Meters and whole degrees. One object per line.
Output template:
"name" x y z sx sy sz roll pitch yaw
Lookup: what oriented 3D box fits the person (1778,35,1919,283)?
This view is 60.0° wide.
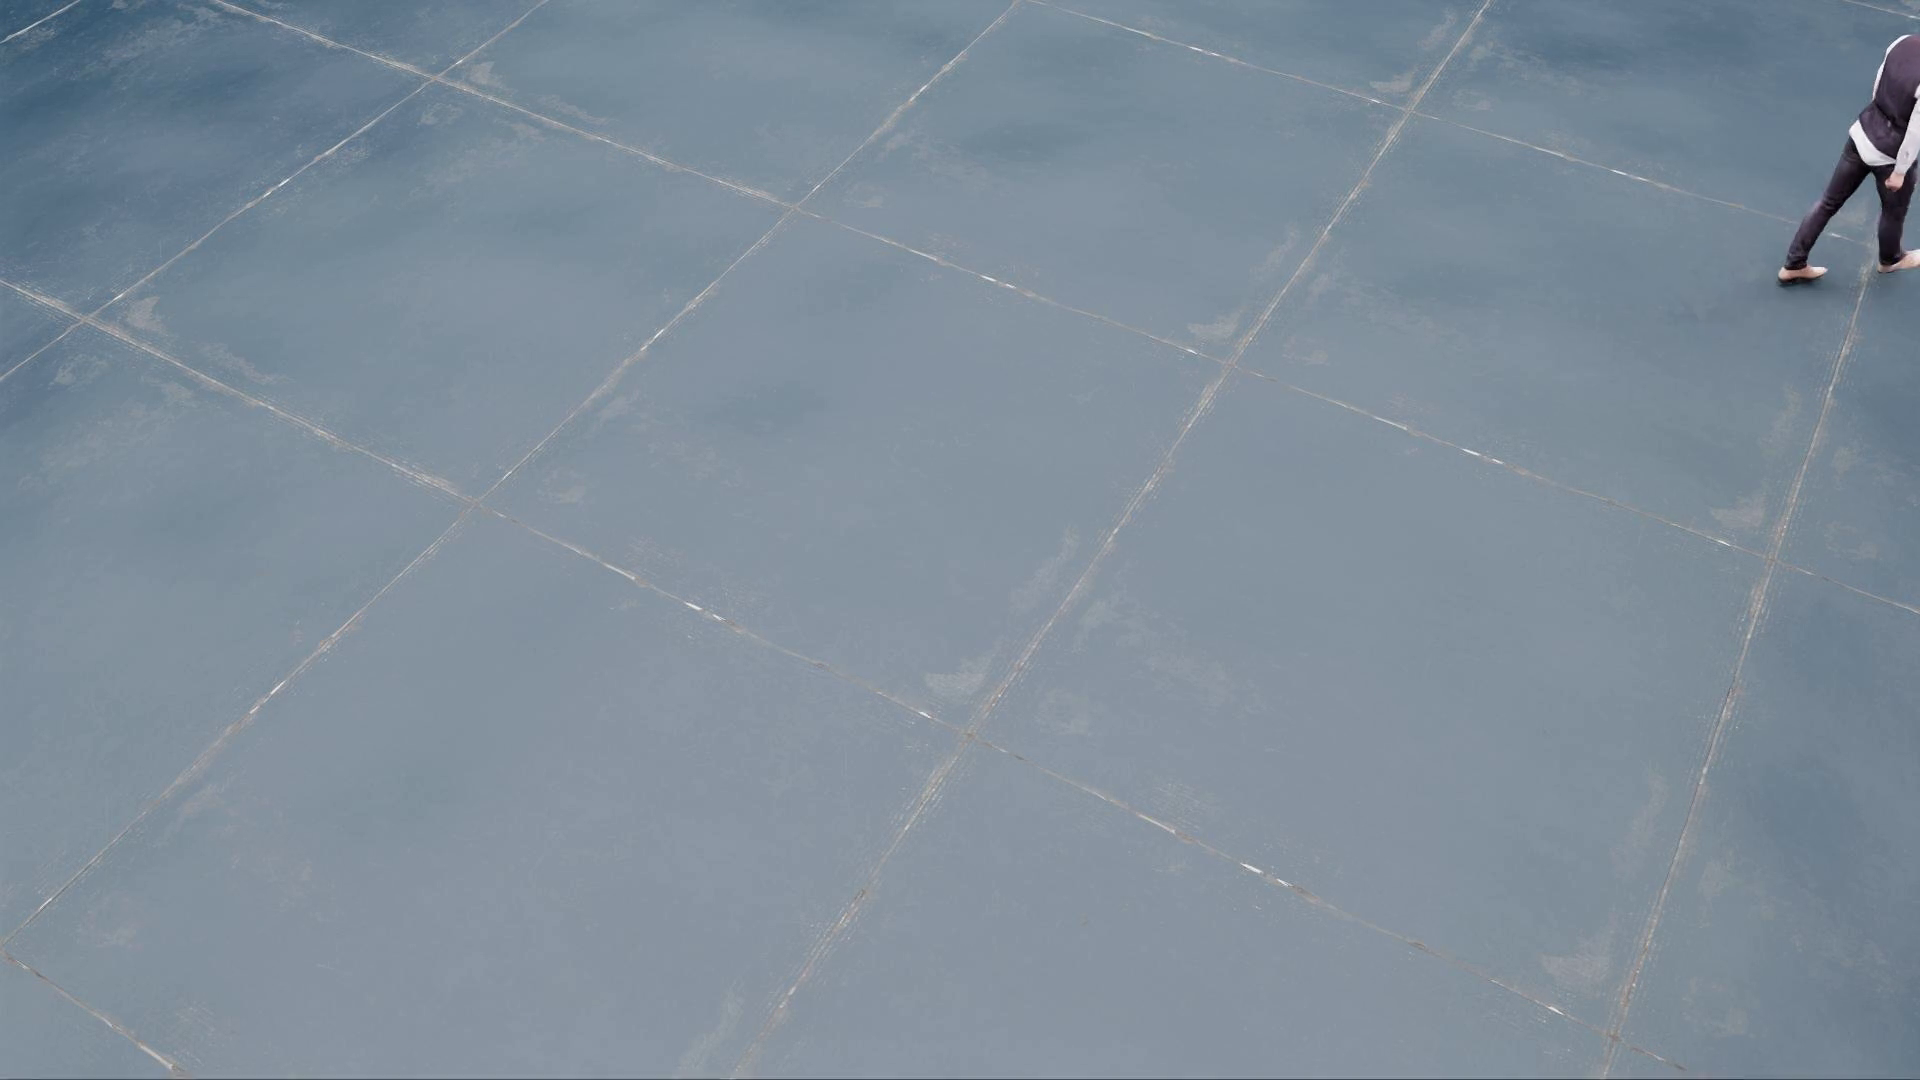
"person" 5.097 -2.167 9.352 1.223 1.790 1.137 -9 48 -8
